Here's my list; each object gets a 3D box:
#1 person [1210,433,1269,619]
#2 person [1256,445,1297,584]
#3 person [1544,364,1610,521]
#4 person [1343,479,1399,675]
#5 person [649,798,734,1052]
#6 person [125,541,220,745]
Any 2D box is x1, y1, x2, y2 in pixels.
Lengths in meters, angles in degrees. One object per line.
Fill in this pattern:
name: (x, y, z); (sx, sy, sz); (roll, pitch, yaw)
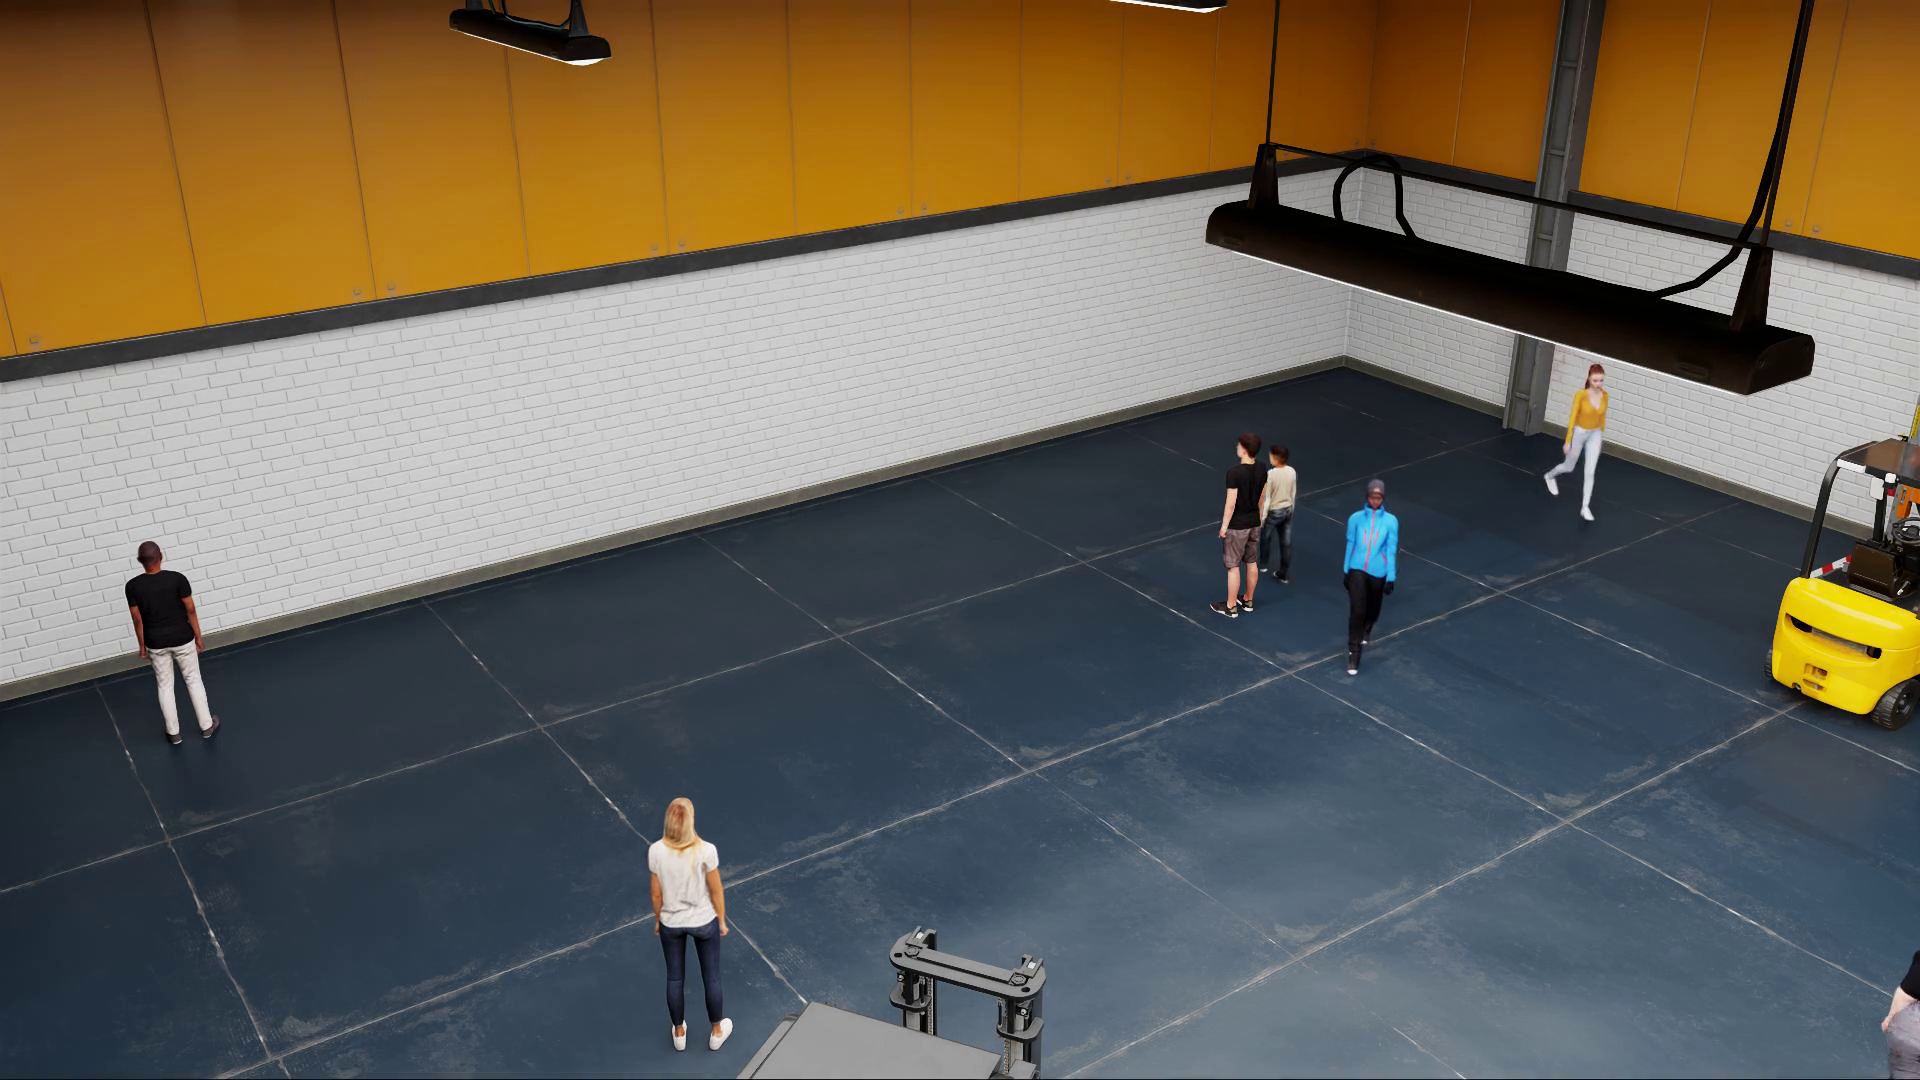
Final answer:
person: (2.730, -0.159, 16.054); (0.685, 1.862, 0.576); (-14, 27, -29)
person: (3.241, -0.236, 16.752); (0.724, 1.446, 0.845); (-8, 25, -17)
person: (6.868, -1.134, 18.467); (0.983, 1.717, 1.249); (-5, 24, -10)
person: (3.738, 0.273, 15.186); (1.123, 1.766, 1.139); (5, 24, 12)
person: (-1.679, 2.383, 10.307); (0.673, 1.809, 0.689); (0, 24, 0)
person: (-6.571, 0.847, 13.827); (0.703, 1.804, 0.672); (-9, 25, -20)
